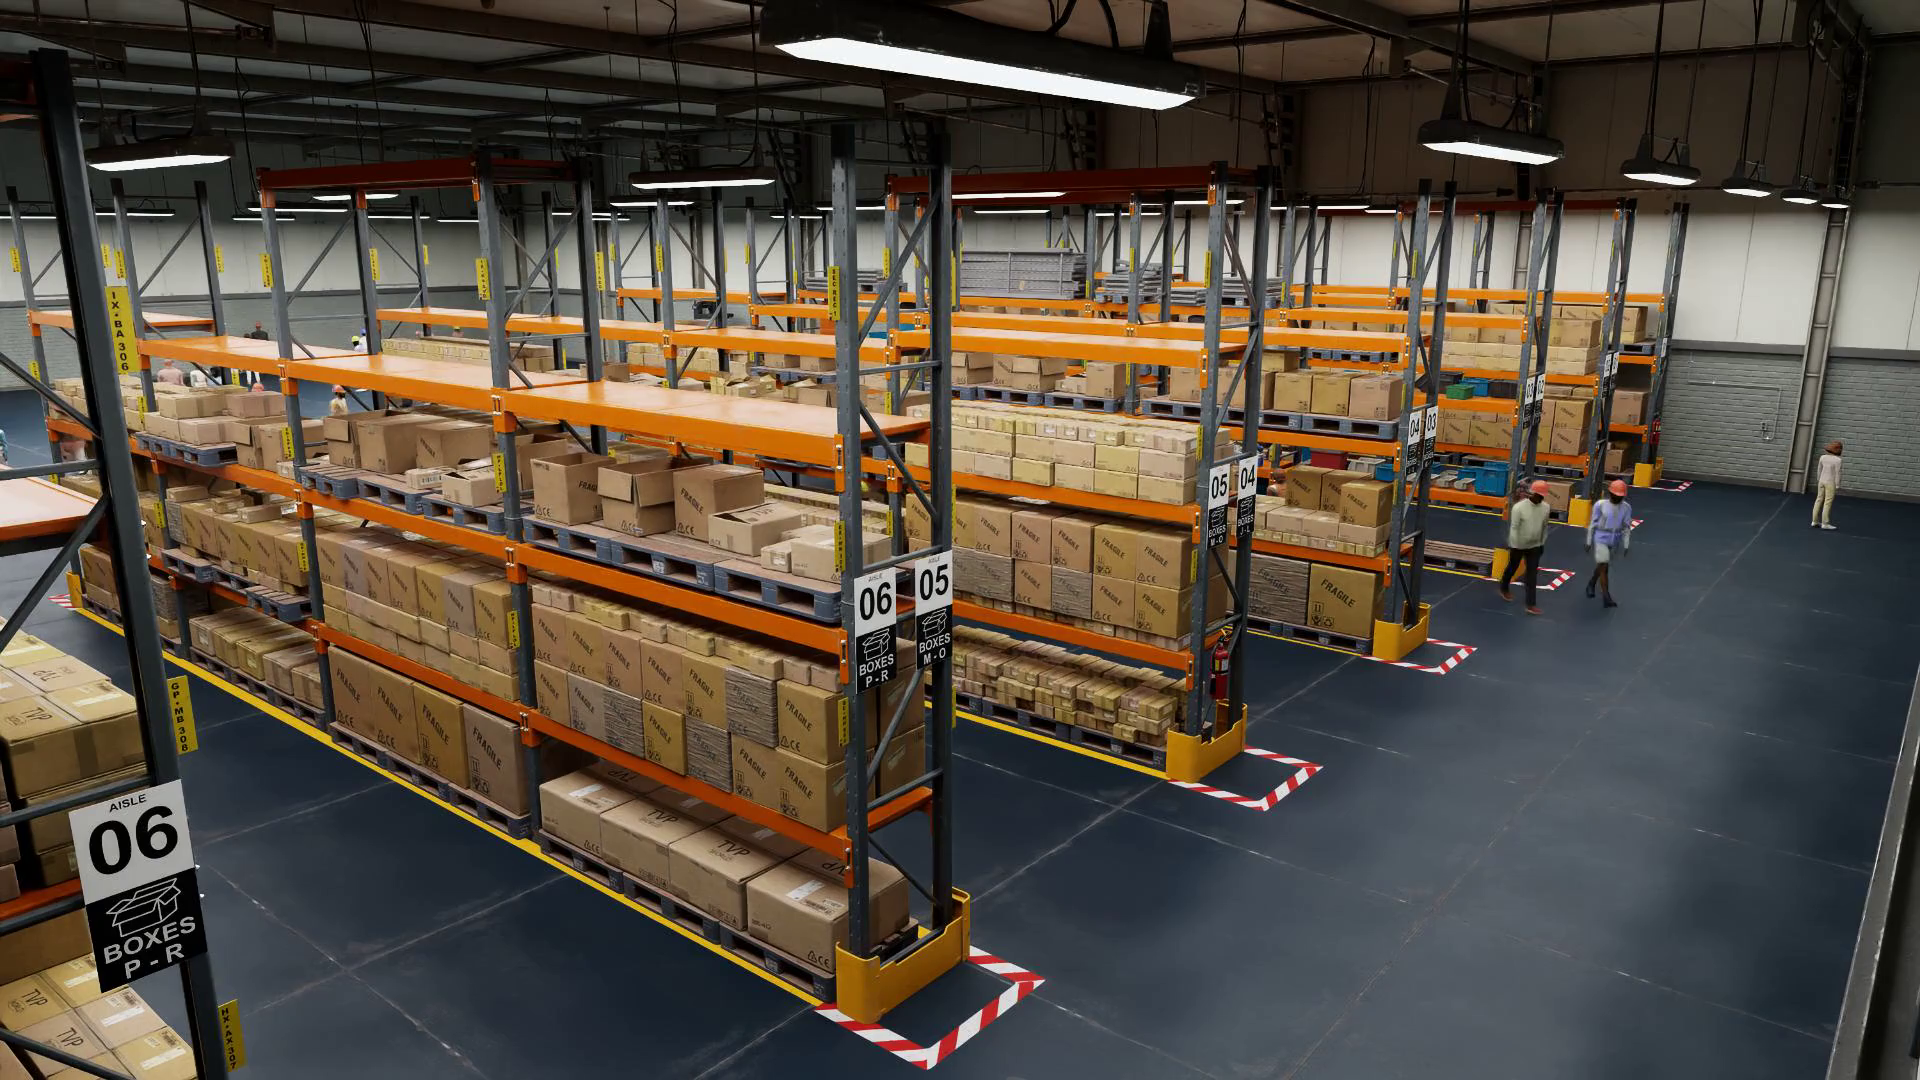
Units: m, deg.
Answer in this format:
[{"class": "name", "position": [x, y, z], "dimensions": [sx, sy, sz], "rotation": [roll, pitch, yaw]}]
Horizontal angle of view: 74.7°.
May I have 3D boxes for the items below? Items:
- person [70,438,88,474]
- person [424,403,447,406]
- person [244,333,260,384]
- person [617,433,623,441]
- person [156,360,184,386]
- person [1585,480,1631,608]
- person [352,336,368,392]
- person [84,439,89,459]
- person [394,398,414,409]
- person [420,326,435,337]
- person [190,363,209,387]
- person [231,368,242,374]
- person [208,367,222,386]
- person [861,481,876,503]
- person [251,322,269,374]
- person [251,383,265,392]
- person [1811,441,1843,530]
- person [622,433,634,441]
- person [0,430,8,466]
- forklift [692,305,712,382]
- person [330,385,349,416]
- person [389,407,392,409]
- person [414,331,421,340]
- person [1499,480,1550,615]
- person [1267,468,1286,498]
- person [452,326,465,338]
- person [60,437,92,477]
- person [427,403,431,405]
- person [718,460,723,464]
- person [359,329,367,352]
[{"class": "person", "position": [-20.262, -2.440, 28.740], "dimensions": [0.670, 1.881, 0.450], "rotation": [-8, 16, -30]}, {"class": "person", "position": [-13.243, -3.198, 31.891], "dimensions": [0.586, 1.867, 0.689], "rotation": [-1, 14, -6]}, {"class": "person", "position": [-25.980, -6.635, 46.086], "dimensions": [0.625, 1.844, 0.429], "rotation": [-10, 17, -35]}, {"class": "person", "position": [-8.632, -3.318, 32.252], "dimensions": [0.964, 1.916, 0.626], "rotation": [4, 14, 15]}, {"class": "person", "position": [-22.778, -4.270, 36.326], "dimensions": [0.991, 1.855, 0.652], "rotation": [9, 16, 33]}, {"class": "person", "position": [9.607, 0.017, 18.670], "dimensions": [0.554, 1.873, 1.037], "rotation": [0, 14, 0]}, {"class": "person", "position": [-20.953, -6.146, 43.900], "dimensions": [0.387, 1.922, 0.594], "rotation": [-2, 14, -8]}, {"class": "person", "position": [-21.481, -2.948, 30.820], "dimensions": [0.942, 1.895, 0.549], "rotation": [13, 19, 42]}, {"class": "person", "position": [-14.899, -3.641, 33.802], "dimensions": [0.553, 1.826, 0.471], "rotation": [-10, 17, -35]}, {"class": "person", "position": [-21.456, -7.756, 50.815], "dimensions": [0.657, 1.793, 0.406], "rotation": [-3, 14, -12]}, {"class": "person", "position": [-22.979, -4.592, 38.140], "dimensions": [0.491, 1.623, 0.518], "rotation": [13, 19, 43]}, {"class": "person", "position": [-24.533, -5.779, 42.520], "dimensions": [0.336, 1.864, 0.515], "rotation": [11, 18, 38]}, {"class": "person", "position": [-21.259, -4.097, 35.977], "dimensions": [0.556, 1.670, 0.706], "rotation": [2, 14, 9]}, {"class": "person", "position": [-1.502, -0.058, 19.304], "dimensions": [0.760, 1.716, 0.505], "rotation": [10, 17, 36]}, {"class": "person", "position": [-27.573, -7.582, 49.658], "dimensions": [0.613, 1.995, 0.391], "rotation": [-9, 16, -33]}, {"class": "person", "position": [-16.853, -2.858, 30.493], "dimensions": [1.023, 1.883, 0.555], "rotation": [-9, 17, -34]}, {"class": "person", "position": [16.188, -1.030, 23.460], "dimensions": [0.279, 1.633, 0.499], "rotation": [-2, 14, -7]}, {"class": "person", "position": [-6.940, -1.895, 26.885], "dimensions": [0.851, 1.720, 0.558], "rotation": [4, 14, 14]}, {"class": "person", "position": [-20.313, -1.773, 26.503], "dimensions": [0.514, 1.641, 0.315], "rotation": [-2, 14, -8]}, {"class": "forklift", "position": [-9.511, -7.392, 47.124], "dimensions": [1.873, 2.768, 1.129], "rotation": [11, 17, 38]}, {"class": "person", "position": [-14.856, -2.782, 30.174], "dimensions": [1.014, 1.889, 0.568], "rotation": [-1, 14, -4]}, {"class": "person", "position": [-16.612, -4.419, 36.766], "dimensions": [0.632, 1.940, 0.372], "rotation": [-8, 16, -30]}, {"class": "person", "position": [-20.125, -6.876, 47.075], "dimensions": [1.021, 1.858, 0.632], "rotation": [0, 14, -1]}, {"class": "person", "position": [8.284, 0.038, 18.448], "dimensions": [0.628, 1.942, 1.017], "rotation": [-1, 14, -4]}, {"class": "person", "position": [5.251, -0.379, 20.774], "dimensions": [0.513, 1.639, 0.311], "rotation": [-5, 15, -21]}, {"class": "person", "position": [-20.826, -8.092, 52.369], "dimensions": [0.538, 1.706, 0.944], "rotation": [-11, 18, -38]}, {"class": "person", "position": [-18.779, -1.967, 26.656], "dimensions": [0.938, 1.962, 0.606], "rotation": [6, 15, 24]}, {"class": "person", "position": [-12.411, -2.621, 29.469], "dimensions": [0.739, 1.895, 0.586], "rotation": [-8, 16, -31]}, {"class": "person", "position": [-4.853, -1.861, 26.440], "dimensions": [0.531, 1.845, 0.826], "rotation": [-13, 19, -42]}, {"class": "person", "position": [-22.111, -6.897, 46.941], "dimensions": [0.602, 1.949, 0.390], "rotation": [-9, 16, -33]}]
